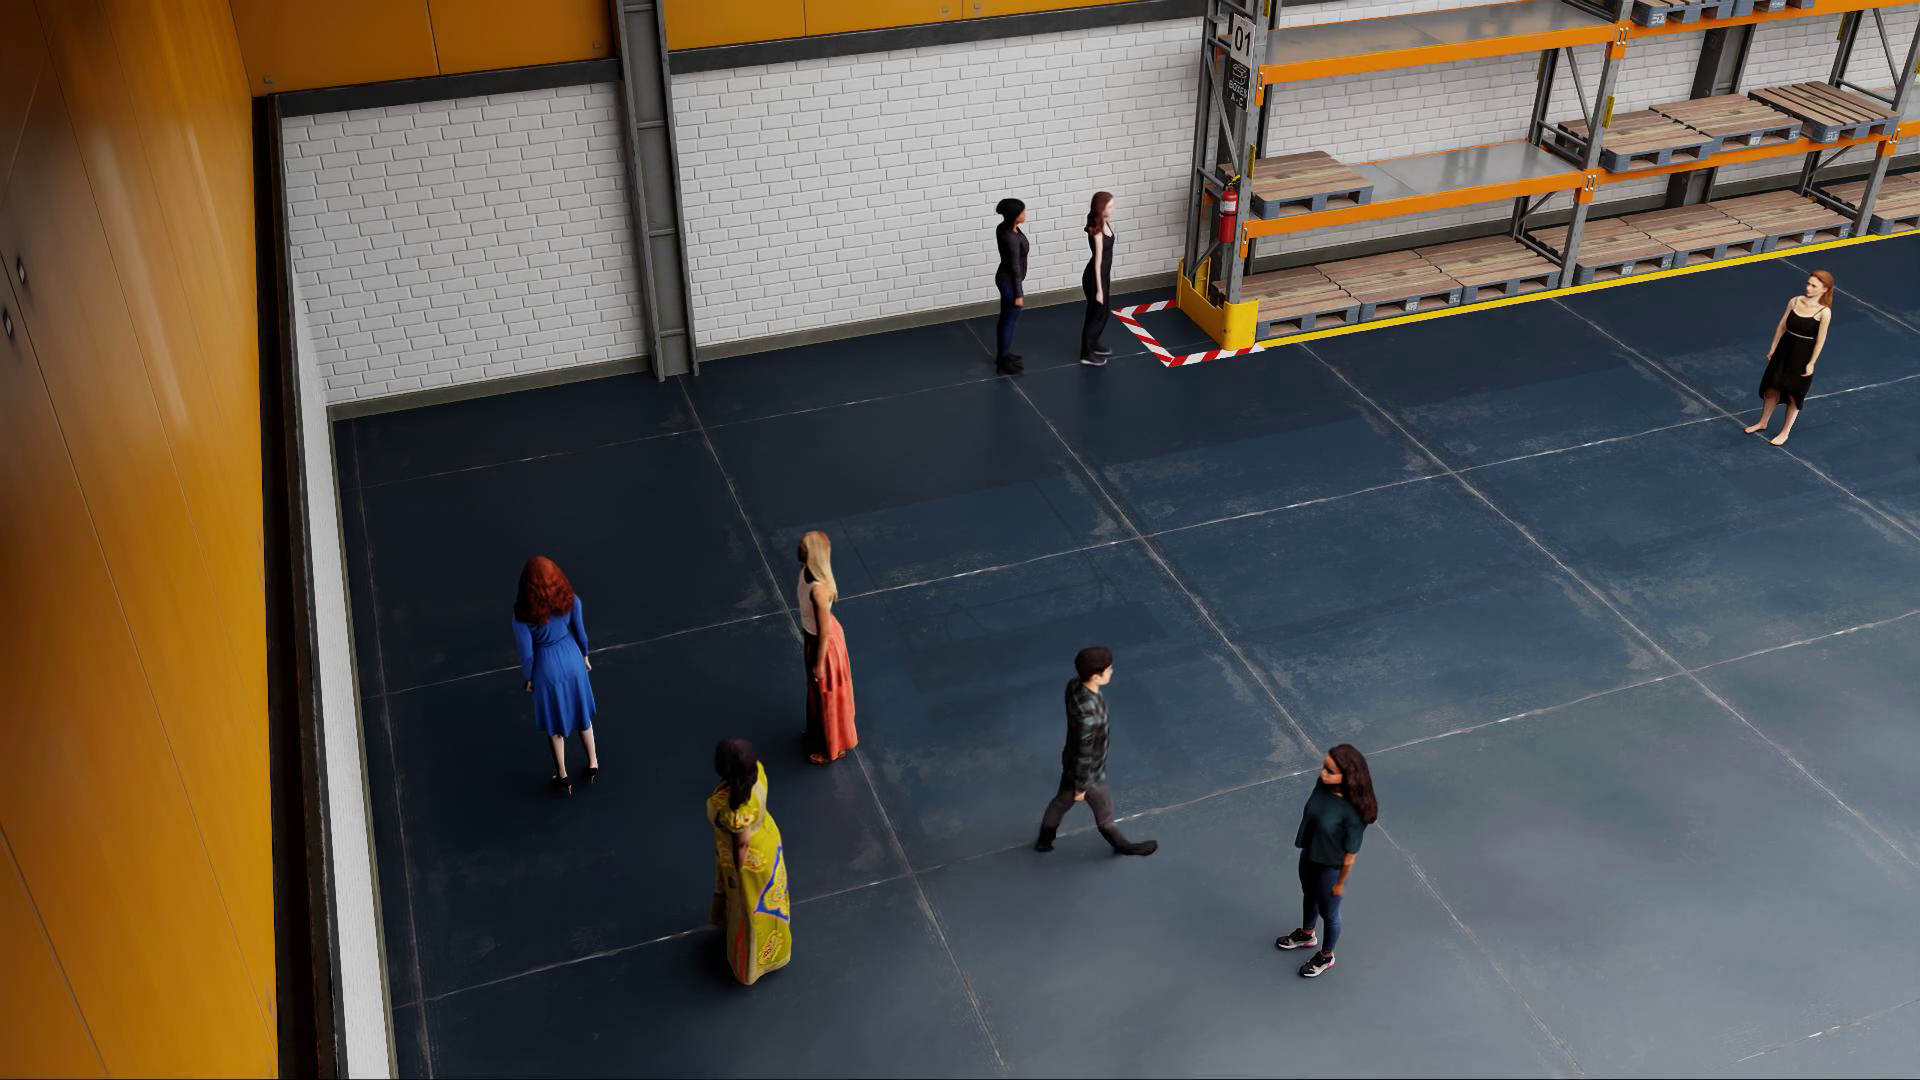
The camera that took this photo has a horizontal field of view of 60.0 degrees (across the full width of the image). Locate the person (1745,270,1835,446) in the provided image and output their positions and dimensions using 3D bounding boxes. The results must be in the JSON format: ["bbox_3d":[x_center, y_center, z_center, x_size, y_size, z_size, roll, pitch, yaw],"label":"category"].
[{"bbox_3d":[7.346,-1.614,14.614,0.634,1.624,0.632,-21,39,-28],"label":"person"}]

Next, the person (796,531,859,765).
[{"bbox_3d":[-0.902,0.698,10.975,0.639,1.802,0.665,-6,34,-9],"label":"person"}]

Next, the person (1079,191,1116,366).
[{"bbox_3d":[1.295,-2.501,15.843,0.690,1.740,0.671,7,34,11],"label":"person"}]

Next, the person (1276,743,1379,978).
[{"bbox_3d":[2.097,1.807,9.473,0.588,1.617,0.595,-13,36,-18],"label":"person"}]

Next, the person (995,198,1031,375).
[{"bbox_3d":[0.458,-2.396,15.678,0.593,1.748,0.658,-5,34,-8],"label":"person"}]

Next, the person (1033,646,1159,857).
[{"bbox_3d":[0.701,1.383,10.286,1.116,1.689,0.851,-4,34,-6],"label":"person"}]

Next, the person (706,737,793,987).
[{"bbox_3d":[-1.215,1.773,9.485,0.964,1.659,0.981,2,34,3],"label":"person"}]

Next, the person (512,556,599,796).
[{"bbox_3d":[-2.582,0.877,10.680,0.568,1.829,0.716,-19,38,-26],"label":"person"}]
